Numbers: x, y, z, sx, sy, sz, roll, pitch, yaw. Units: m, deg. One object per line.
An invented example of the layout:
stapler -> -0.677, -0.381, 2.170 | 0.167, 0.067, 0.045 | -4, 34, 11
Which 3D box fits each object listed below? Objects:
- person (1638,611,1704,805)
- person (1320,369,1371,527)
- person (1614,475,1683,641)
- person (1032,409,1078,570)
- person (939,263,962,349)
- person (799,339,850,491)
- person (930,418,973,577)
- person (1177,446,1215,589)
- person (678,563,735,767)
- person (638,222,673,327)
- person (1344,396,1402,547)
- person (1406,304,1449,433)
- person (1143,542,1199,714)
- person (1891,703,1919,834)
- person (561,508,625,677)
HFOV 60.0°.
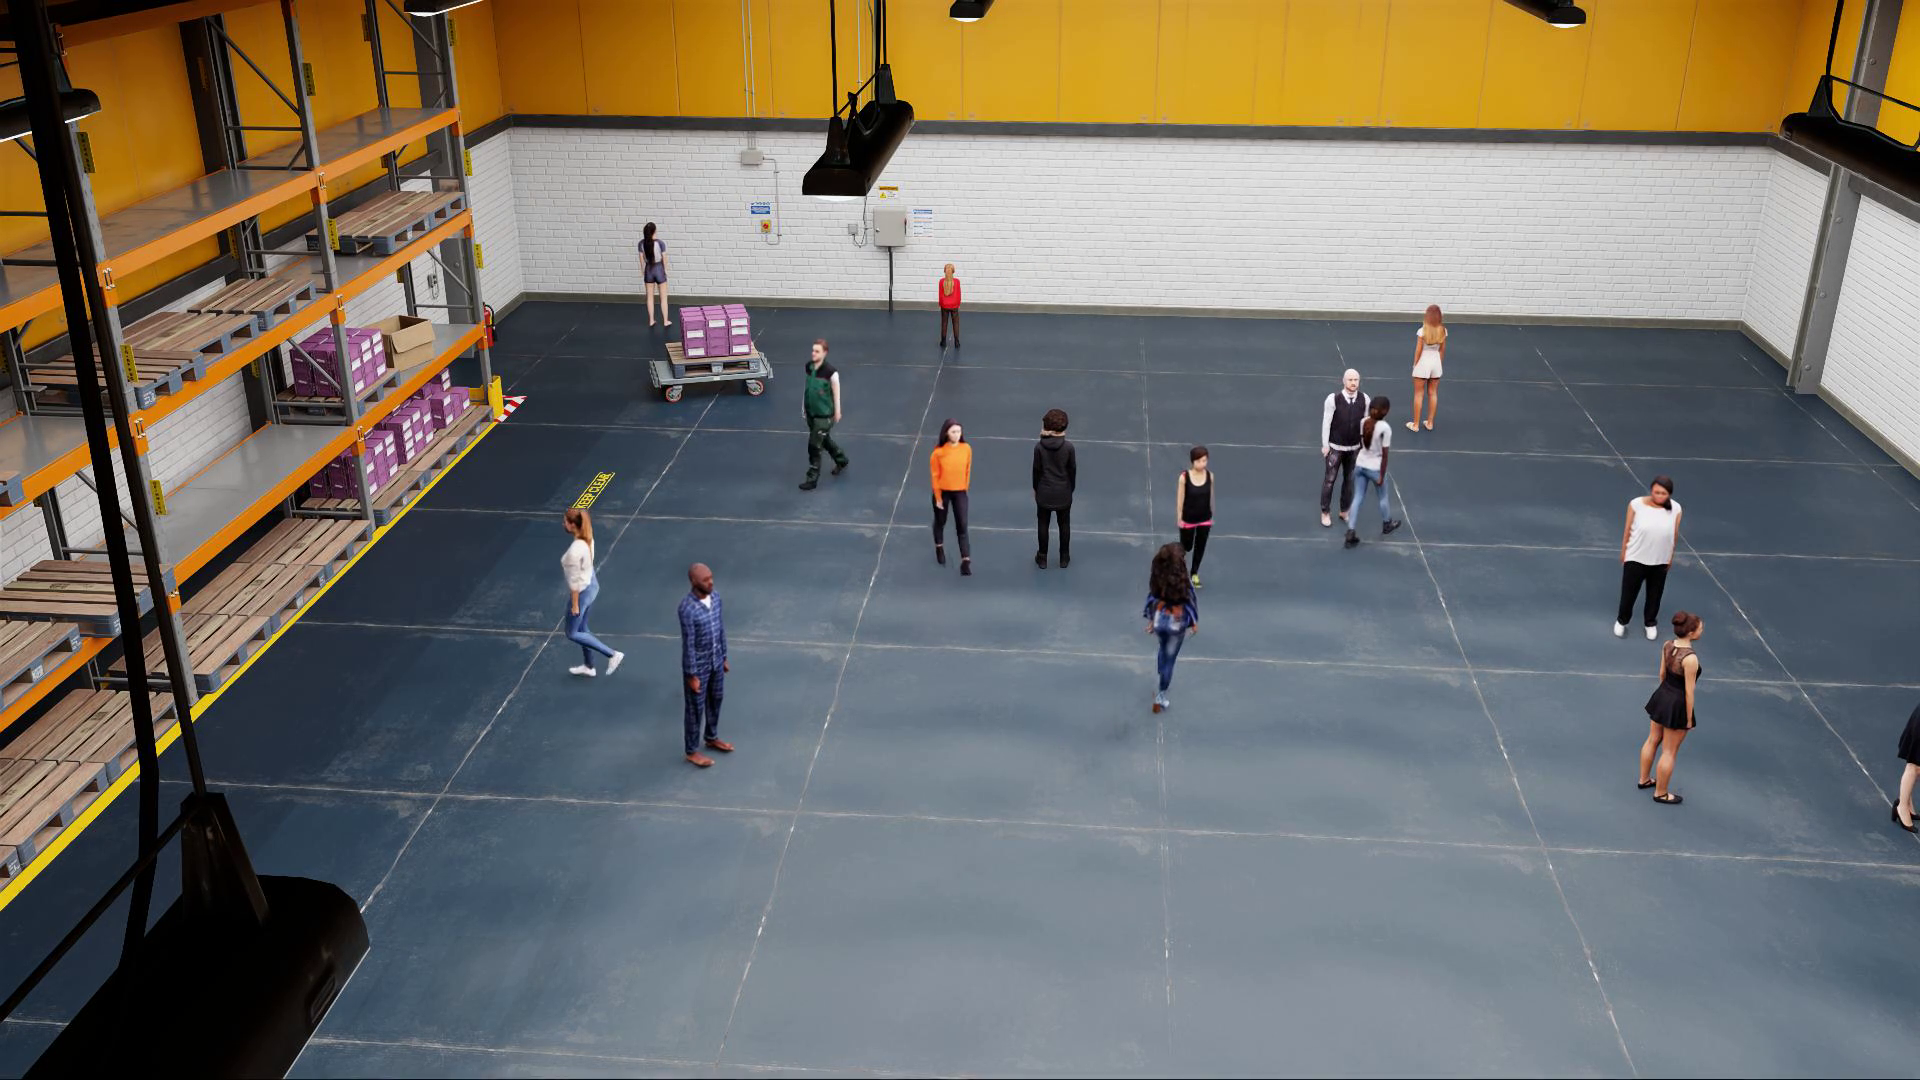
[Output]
person -> 5.789, 1.340, 13.518 | 0.698, 1.674, 0.584 | -5, 24, -10
person -> 4.346, -1.058, 18.817 | 0.745, 1.824, 0.686 | -4, 24, -9
person -> 6.726, 0.150, 16.225 | 0.685, 1.687, 0.651 | 6, 24, 13
person -> 1.005, -0.539, 17.683 | 0.632, 1.781, 0.611 | 0, 24, 1
person -> -0.154, -3.559, 25.217 | 0.491, 1.280, 0.485 | 1, 24, 2
person -> -1.622, -1.546, 19.950 | 1.076, 1.810, 1.206 | 21, 31, 40
person -> -0.149, -0.494, 17.674 | 0.906, 1.706, 1.182 | -7, 25, -15
person -> 2.439, -0.272, 17.371 | 0.644, 1.541, 0.743 | -5, 24, -12
person -> -2.187, 1.020, 14.076 | 0.809, 1.815, 0.685 | 14, 27, 29
person -> -4.806, -4.187, 26.192 | 0.594, 1.650, 0.516 | 3, 24, 7
person -> 4.449, -0.734, 18.246 | 1.121, 1.687, 1.052 | -20, 30, -38
person -> 6.110, -2.256, 21.715 | 0.622, 1.697, 0.630 | -4, 24, -9
person -> 1.836, 0.802, 14.836 | 0.787, 1.605, 0.843 | 17, 29, 34
person -> 7.663, 1.471, 13.127 | 0.756, 1.747, 0.665 | 17, 29, 34
person -> -3.408, 0.523, 15.344 | 0.673, 1.708, 0.720 | 2, 24, 5
